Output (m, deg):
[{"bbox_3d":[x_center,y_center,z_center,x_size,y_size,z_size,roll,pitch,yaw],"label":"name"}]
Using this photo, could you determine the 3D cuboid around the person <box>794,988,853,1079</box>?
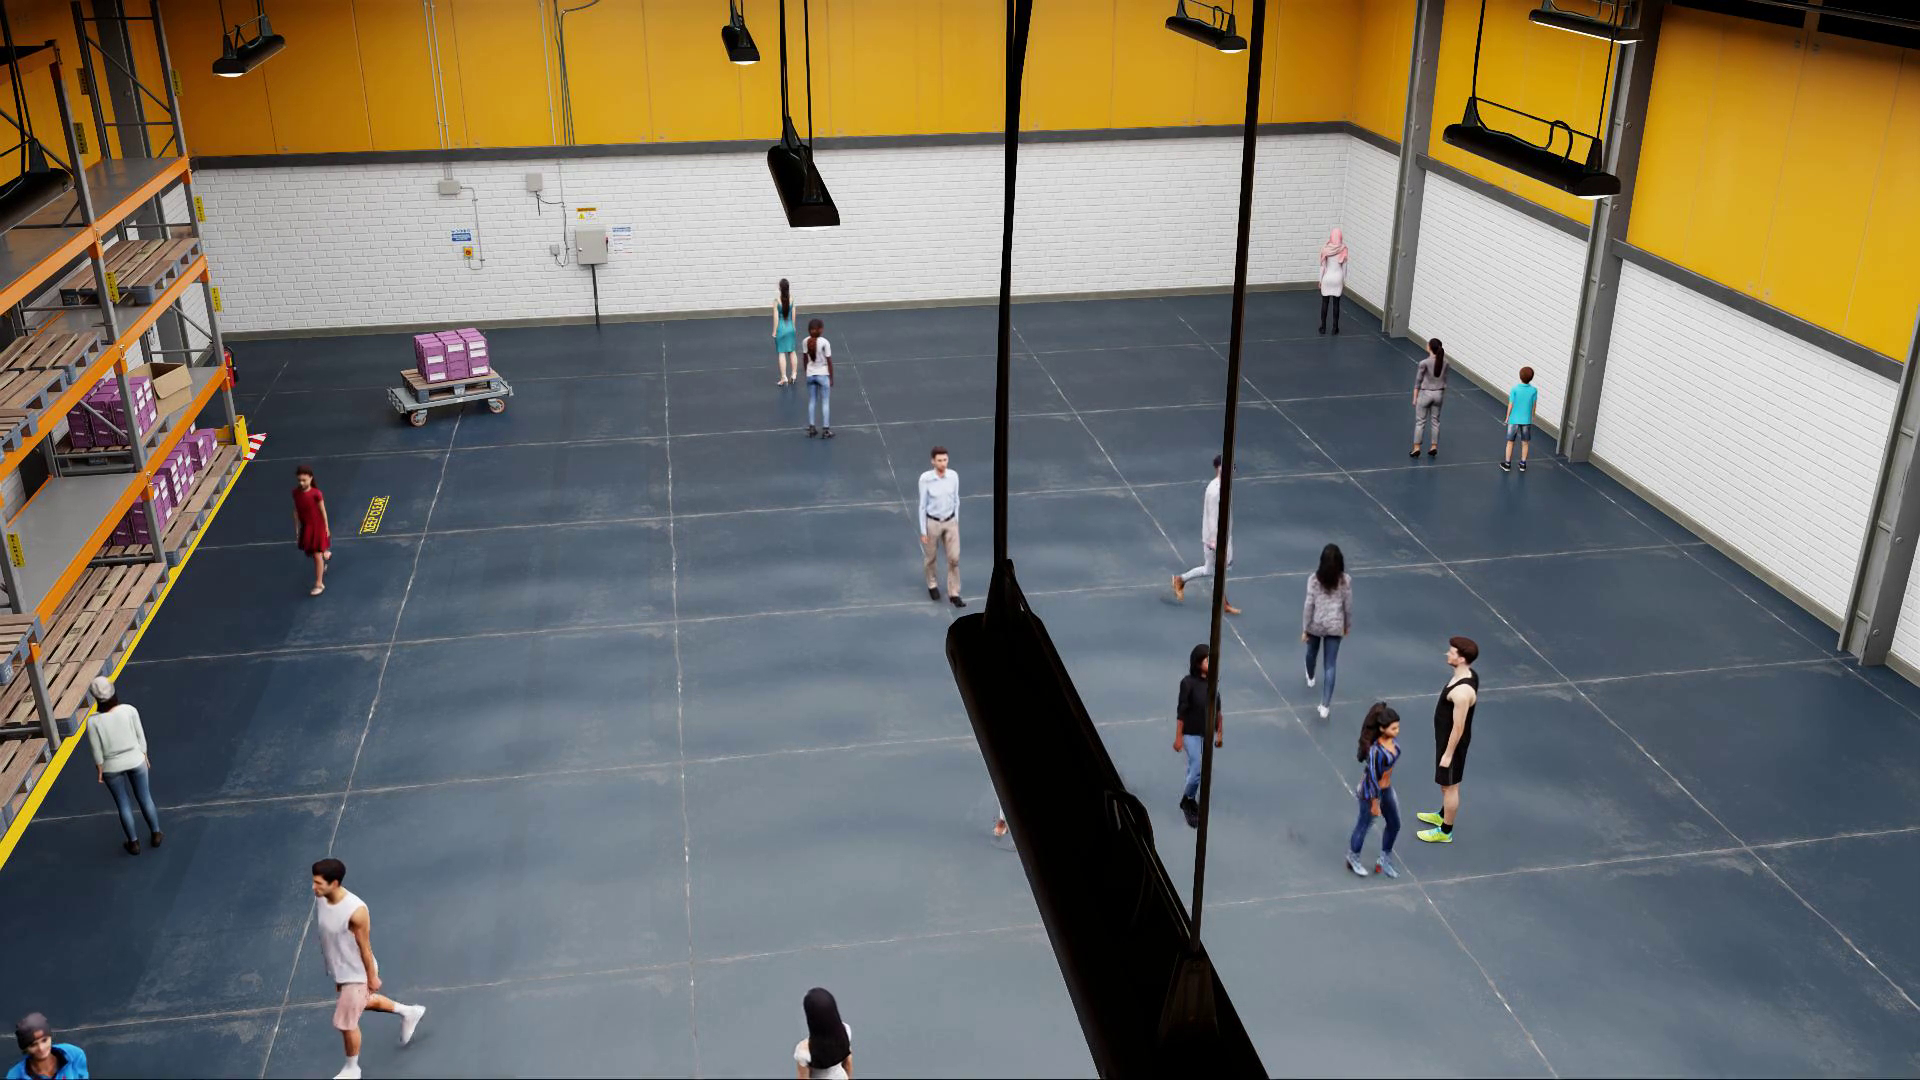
[{"bbox_3d":[-0.817,3.465,10.127,0.766,1.777,0.798,-19,30,-36],"label":"person"}]

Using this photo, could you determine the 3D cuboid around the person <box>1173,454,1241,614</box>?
[{"bbox_3d":[2.732,-0.073,18.163,1.126,1.822,1.087,15,28,30],"label":"person"}]

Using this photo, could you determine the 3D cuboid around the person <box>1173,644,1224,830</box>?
[{"bbox_3d":[1.994,1.650,14.401,0.694,1.678,0.744,-15,28,-31],"label":"person"}]

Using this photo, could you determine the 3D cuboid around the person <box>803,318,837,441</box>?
[{"bbox_3d":[-1.990,-2.272,23.323,0.663,1.719,0.679,10,25,21],"label":"person"}]

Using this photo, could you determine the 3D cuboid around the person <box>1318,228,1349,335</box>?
[{"bbox_3d":[6.278,-4.365,28.004,0.709,1.804,0.708,4,24,9],"label":"person"}]

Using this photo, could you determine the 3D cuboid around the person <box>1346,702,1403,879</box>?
[{"bbox_3d":[3.332,2.040,13.598,0.854,1.607,0.798,19,30,37],"label":"person"}]

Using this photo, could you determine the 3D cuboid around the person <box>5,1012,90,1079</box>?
[{"bbox_3d":[-5.427,3.557,9.958,1.016,1.743,1.286,-18,29,-35],"label":"person"}]

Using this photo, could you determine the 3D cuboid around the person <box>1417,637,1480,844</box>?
[{"bbox_3d":[4.167,1.680,14.067,0.828,1.892,0.694,7,25,16],"label":"person"}]

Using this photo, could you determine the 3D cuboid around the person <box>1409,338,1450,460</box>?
[{"bbox_3d":[6.378,-1.921,22.578,0.611,1.673,0.571,-5,24,-12],"label":"person"}]

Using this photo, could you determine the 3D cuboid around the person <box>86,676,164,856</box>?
[{"bbox_3d":[-7.014,1.871,13.936,0.637,1.647,0.637,-17,29,-34],"label":"person"}]

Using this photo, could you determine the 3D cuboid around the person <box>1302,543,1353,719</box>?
[{"bbox_3d":[3.551,0.899,16.116,0.894,1.682,1.273,3,24,6],"label":"person"}]

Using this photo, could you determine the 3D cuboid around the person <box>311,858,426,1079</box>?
[{"bbox_3d":[-4.096,2.905,11.430,1.113,1.759,1.119,20,31,38],"label":"person"}]

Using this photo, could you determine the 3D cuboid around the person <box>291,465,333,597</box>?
[{"bbox_3d":[-7.256,-0.168,18.748,0.707,1.528,0.939,4,24,9],"label":"person"}]

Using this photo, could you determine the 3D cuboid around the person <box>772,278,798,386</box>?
[{"bbox_3d":[-2.681,-3.195,25.478,0.626,1.685,0.631,-17,29,-34],"label":"person"}]

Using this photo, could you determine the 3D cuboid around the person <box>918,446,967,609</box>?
[{"bbox_3d":[-0.257,-0.196,18.441,0.737,1.825,1.004,-7,25,-16],"label":"person"}]

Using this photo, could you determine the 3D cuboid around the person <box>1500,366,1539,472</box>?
[{"bbox_3d":[7.481,-1.625,22.181,0.556,1.449,0.539,1,24,2],"label":"person"}]
